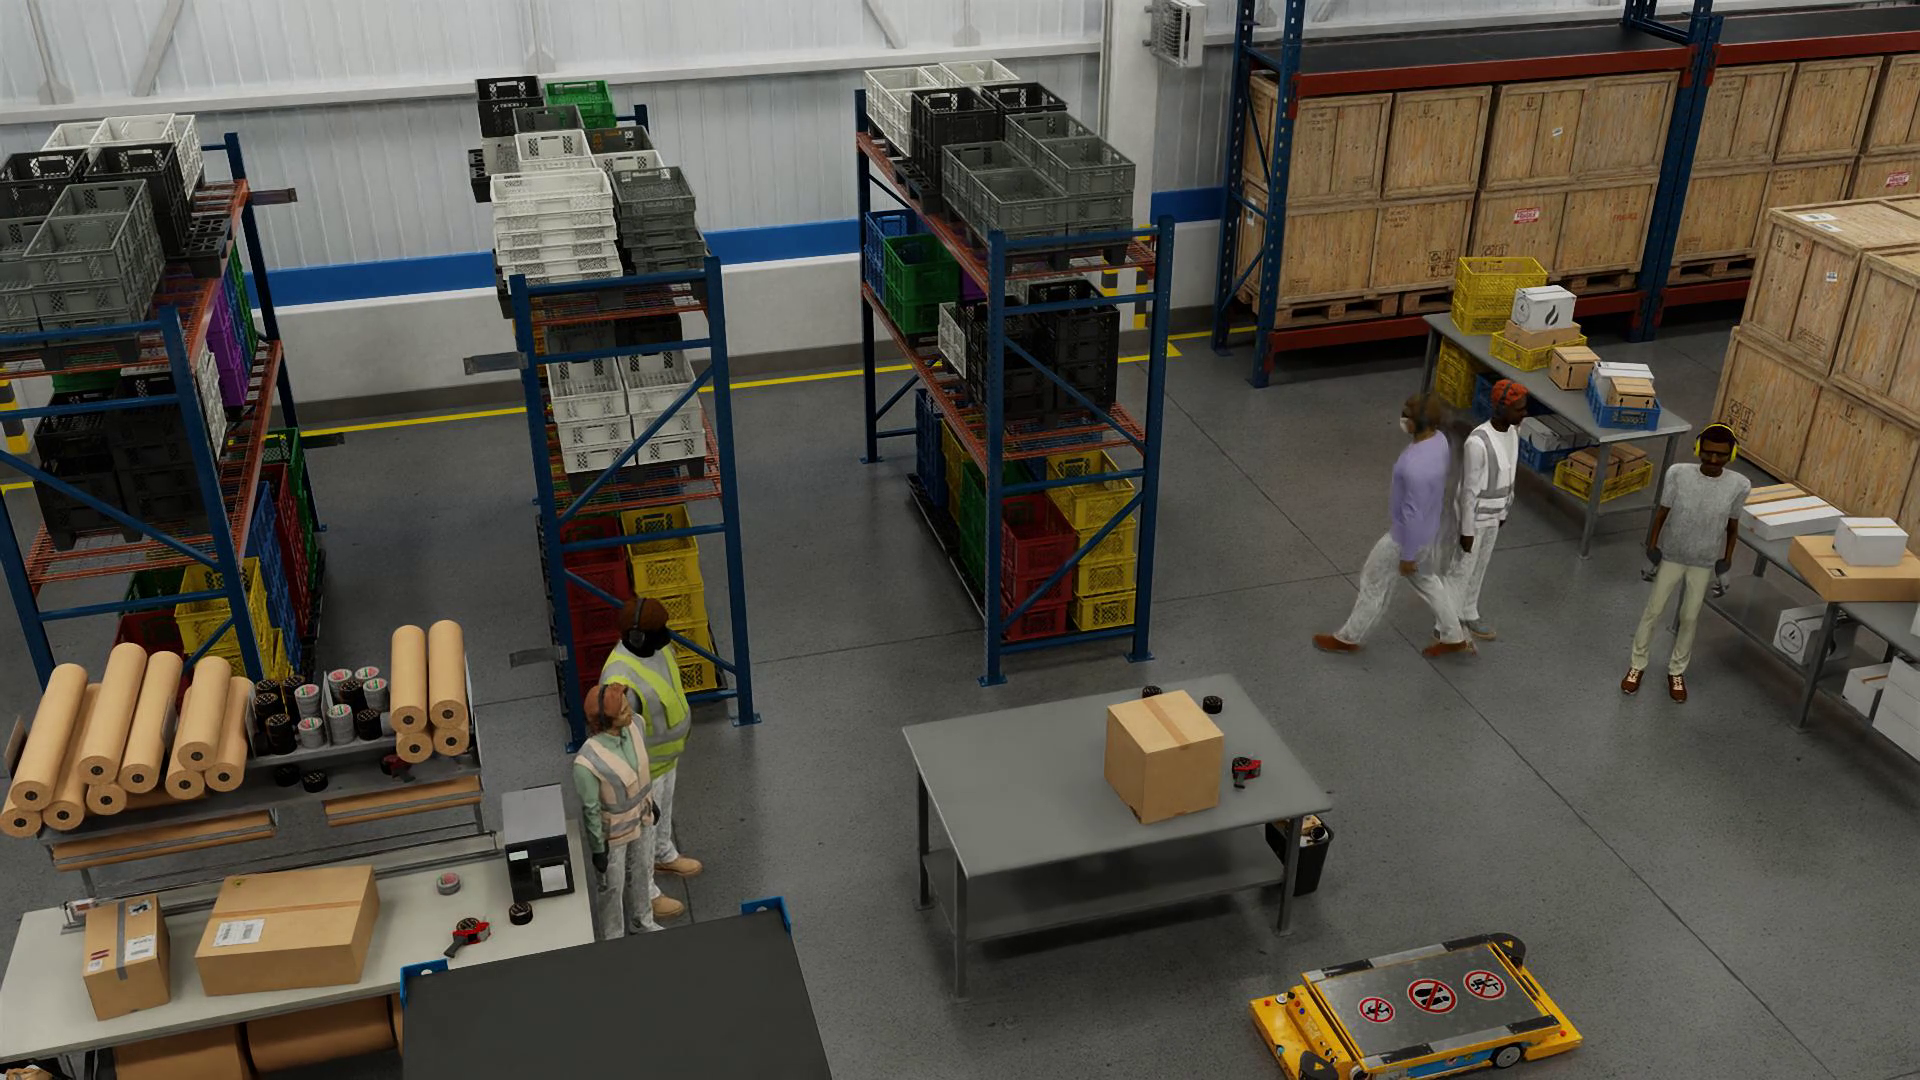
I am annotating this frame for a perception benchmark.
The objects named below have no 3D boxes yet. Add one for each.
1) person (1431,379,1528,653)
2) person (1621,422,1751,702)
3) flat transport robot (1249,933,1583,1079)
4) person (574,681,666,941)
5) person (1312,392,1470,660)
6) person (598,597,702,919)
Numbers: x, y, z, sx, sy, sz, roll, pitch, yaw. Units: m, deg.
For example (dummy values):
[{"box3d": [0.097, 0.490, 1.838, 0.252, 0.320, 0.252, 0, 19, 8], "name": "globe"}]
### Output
[{"box3d": [3.392, -0.160, 10.778, 0.359, 1.878, 0.579, 25, 37, 37], "name": "person"}, {"box3d": [4.483, 0.140, 10.233, 0.518, 1.868, 0.328, 10, 30, 18], "name": "person"}, {"box3d": [2.184, 2.282, 7.980, 1.431, 0.197, 0.652, -8, 30, -14], "name": "flat transport robot"}, {"box3d": [-1.659, 1.402, 8.162, 0.306, 1.645, 0.522, 12, 31, 20], "name": "person"}, {"box3d": [2.879, -0.063, 10.574, 0.980, 1.899, 0.638, 14, 32, 23], "name": "person"}, {"box3d": [-1.583, 1.095, 8.535, 0.430, 1.836, 0.629, 4, 29, 7], "name": "person"}]
